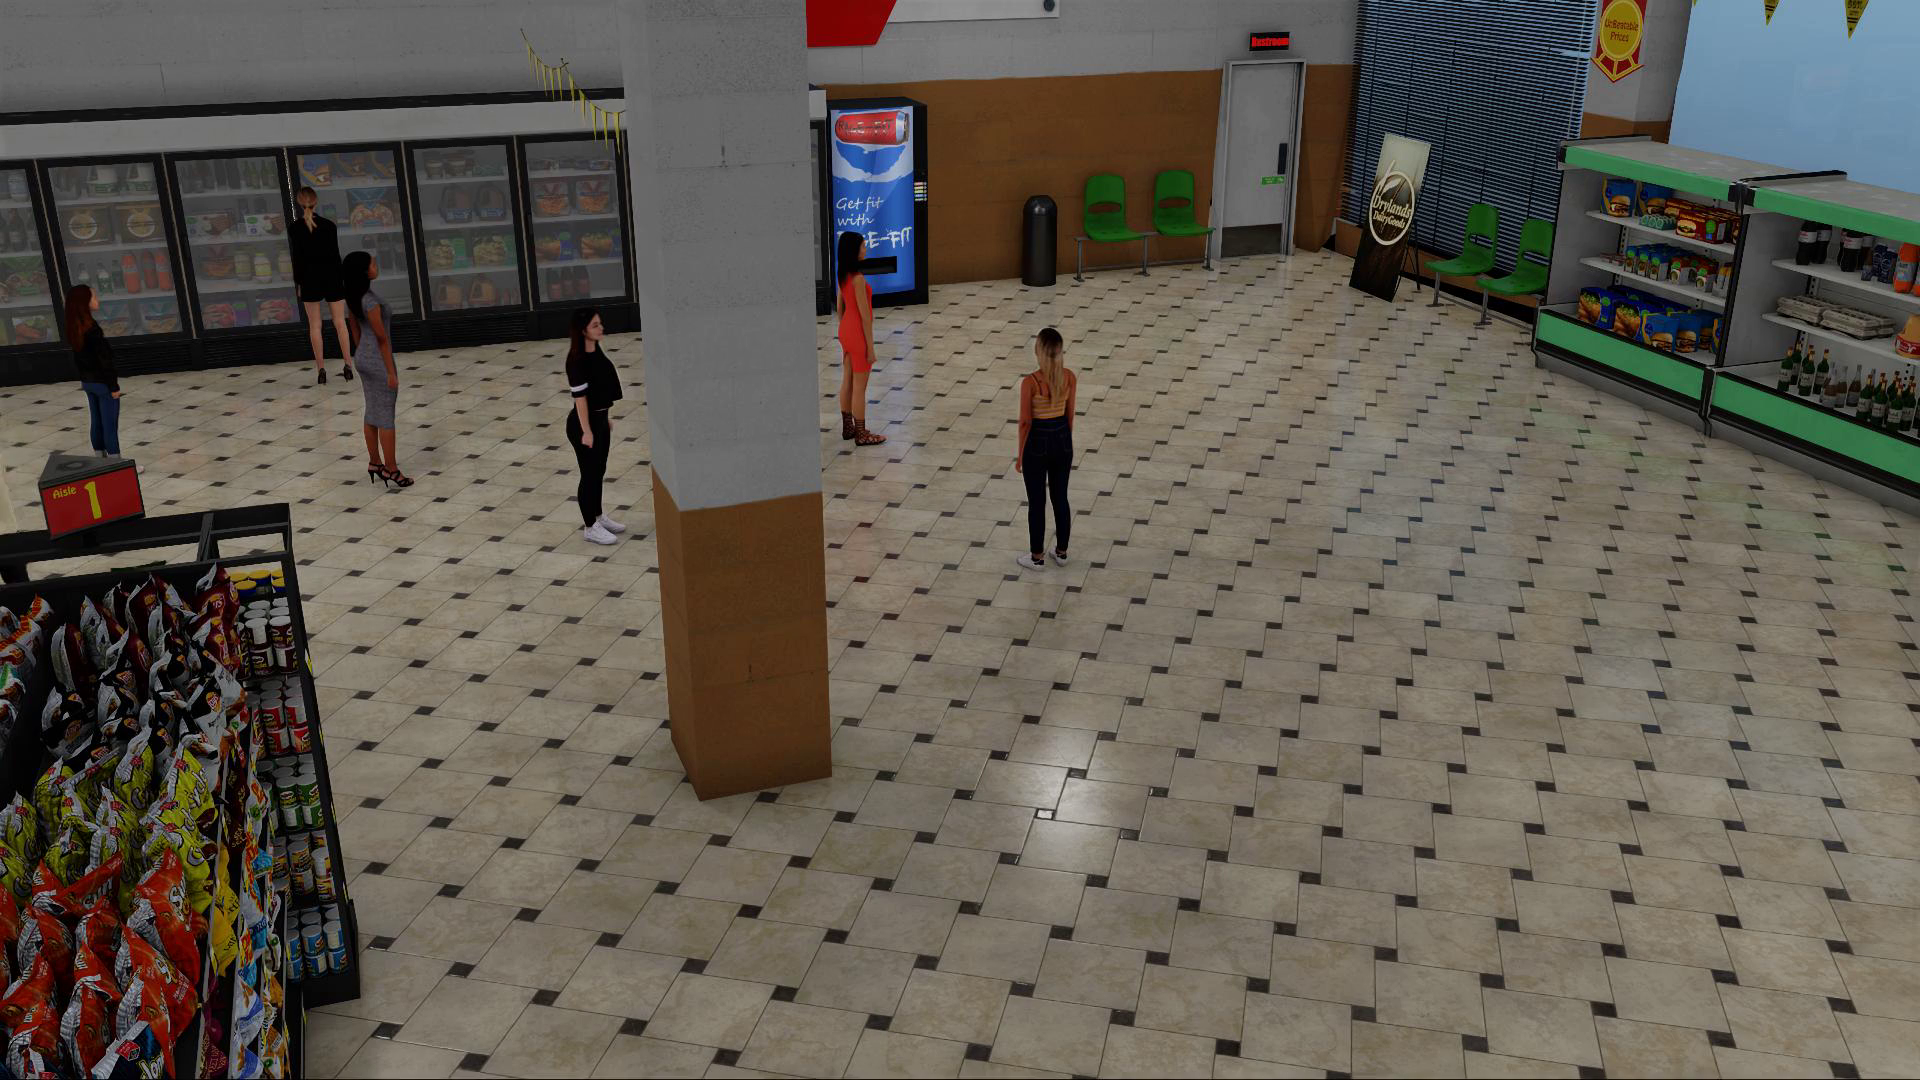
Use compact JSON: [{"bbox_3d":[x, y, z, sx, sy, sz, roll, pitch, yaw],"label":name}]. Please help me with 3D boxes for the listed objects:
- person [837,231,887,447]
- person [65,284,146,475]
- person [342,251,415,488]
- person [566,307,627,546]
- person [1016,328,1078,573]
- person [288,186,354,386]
[{"bbox_3d":[-0.835,-1.611,13.295,0.687,1.719,0.521,-13,25,-29],"label":"person"},{"bbox_3d":[-6.540,-1.212,12.617,0.613,1.483,0.705,15,26,32],"label":"person"},{"bbox_3d":[-4.344,-1.262,12.343,0.594,1.781,0.719,20,29,41],"label":"person"},{"bbox_3d":[-2.518,-0.790,11.360,0.763,1.639,0.667,3,22,7],"label":"person"},{"bbox_3d":[0.573,-0.590,10.873,0.588,1.629,0.549,-11,24,-25],"label":"person"},{"bbox_3d":[-5.726,-2.275,14.883,0.600,1.768,0.542,-11,24,-25],"label":"person"}]
